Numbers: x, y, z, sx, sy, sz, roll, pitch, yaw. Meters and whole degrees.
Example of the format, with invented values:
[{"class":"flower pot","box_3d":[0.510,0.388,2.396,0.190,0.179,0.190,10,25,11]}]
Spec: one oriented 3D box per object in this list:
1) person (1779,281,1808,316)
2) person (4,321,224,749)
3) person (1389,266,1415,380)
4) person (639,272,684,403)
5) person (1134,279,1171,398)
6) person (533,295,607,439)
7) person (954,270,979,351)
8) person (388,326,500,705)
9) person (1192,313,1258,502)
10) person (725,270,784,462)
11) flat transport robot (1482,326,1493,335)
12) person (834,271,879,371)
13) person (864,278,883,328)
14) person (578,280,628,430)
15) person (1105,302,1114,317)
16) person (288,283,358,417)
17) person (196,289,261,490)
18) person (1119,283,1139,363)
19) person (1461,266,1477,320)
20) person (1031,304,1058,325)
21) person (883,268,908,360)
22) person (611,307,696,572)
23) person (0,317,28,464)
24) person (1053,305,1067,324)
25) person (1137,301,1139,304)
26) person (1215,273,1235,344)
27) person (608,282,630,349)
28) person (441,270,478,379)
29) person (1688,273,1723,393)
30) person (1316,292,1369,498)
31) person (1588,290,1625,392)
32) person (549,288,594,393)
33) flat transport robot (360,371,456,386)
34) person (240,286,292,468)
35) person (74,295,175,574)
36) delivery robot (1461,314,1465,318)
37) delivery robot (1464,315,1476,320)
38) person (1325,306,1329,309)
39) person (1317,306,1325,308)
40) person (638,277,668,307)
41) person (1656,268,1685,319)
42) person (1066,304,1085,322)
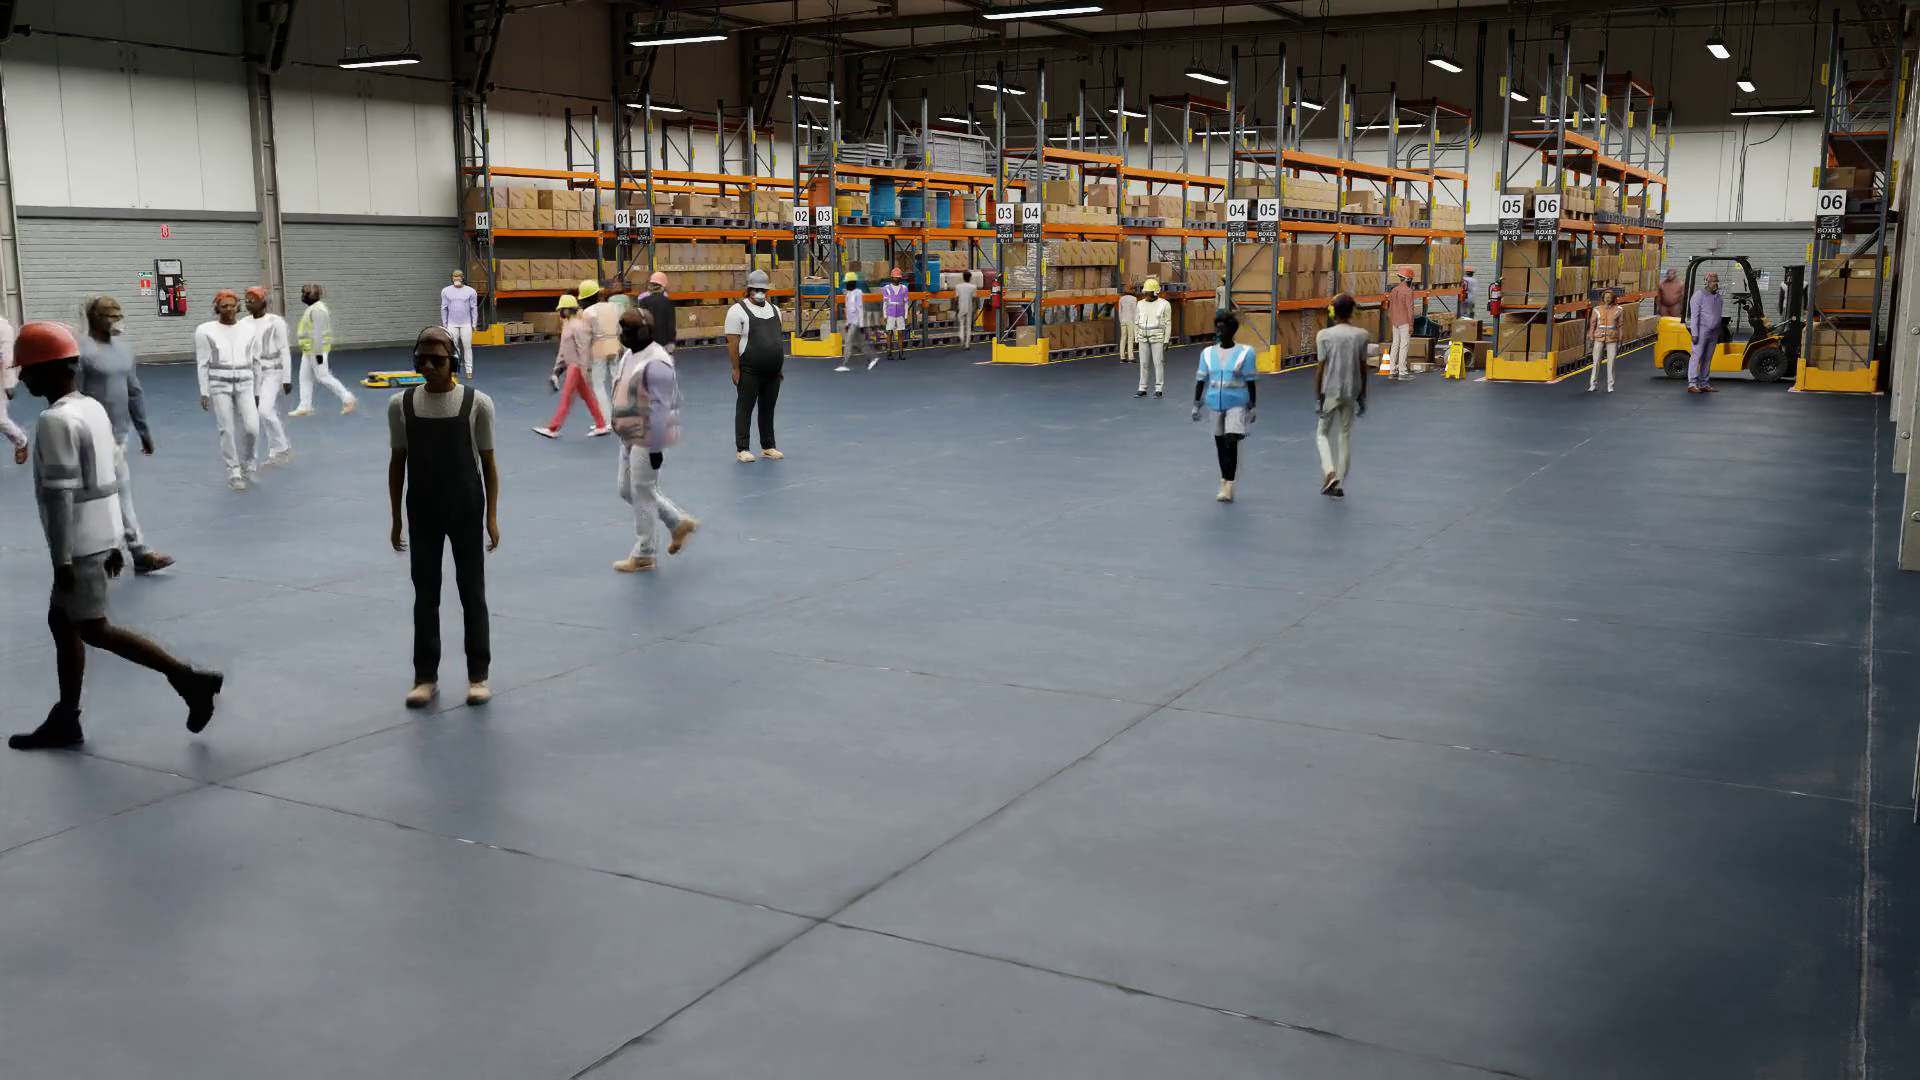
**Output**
[{"class":"person","box_3d":[20.059,-5.588,40.002,0.606,1.893,0.768,7,12,34]},{"class":"person","box_3d":[-3.771,-0.009,7.334,0.860,1.904,0.557,-2,10,-11]},{"class":"person","box_3d":[7.824,-3.821,29.343,0.390,1.992,0.624,-3,10,-19]},{"class":"person","box_3d":[-4.409,-2.947,24.395,0.637,1.940,1.014,3,10,17]},{"class":"person","box_3d":[2.932,-3.077,25.492,0.600,1.820,0.404,6,11,31]},{"class":"person","box_3d":[-4.650,-2.058,19.846,0.946,1.716,0.528,-5,11,-27]},{"class":"person","box_3d":[0.158,-5.254,38.151,0.550,1.850,0.508,2,10,9]},{"class":"person","box_3d":[-2.499,-0.111,8.066,0.515,1.842,0.328,-1,10,-7]},{"class":"person","box_3d":[2.303,-1.162,14.700,0.557,1.667,0.720,6,11,32]},{"class":"person","box_3d":[-2.122,-1.857,17.710,0.688,2.000,0.536,-9,13,-43]},{"class":"flat transport robot","box_3d":[14.722,-5.757,45.717,0.652,0.197,1.431,3,10,16]},{"class":"person","box_3d":[-1.959,-4.159,31.639,0.915,1.896,0.599,-4,11,-23]},{"class":"person","box_3d":[-2.113,-5.564,40.606,0.497,1.633,0.289,4,10,20]},{"class":"person","box_3d":[-4.432,-2.323,20.929,0.426,1.876,0.761,8,12,39]},{"class":"person","box_3d":[4.873,-7.967,53.757,0.518,1.947,0.613,0,10,-3]},{"class":"person","box_3d":[-8.692,-2.576,22.580,0.864,1.815,0.636,-5,11,-28]},{"class":"person","box_3d":[-6.763,-1.384,15.449,0.581,1.868,0.430,-6,12,-33]},{"class":"person","box_3d":[3.443,-4.421,33.912,0.279,1.634,0.498,-8,12,-39]},{"class":"person","box_3d":[14.098,-6.667,46.284,0.585,1.913,0.555,-8,13,-40]},{"class":"person","box_3d":[1.915,-5.212,37.701,0.625,1.931,0.375,0,10,0]},{"class":"person","box_3d":[-1.342,-4.727,34.862,0.540,1.929,0.391,-2,10,-10]},{"class":"person","box_3d":[-2.146,-0.697,11.539,0.555,1.827,0.649,-5,11,-27]},{"class":"person","box_3d":[-9.760,-1.599,16.679,0.643,1.886,0.685,0,10,3]},{"class":"person","box_3d":[2.389,-5.763,41.211,0.627,1.819,0.452,9,13,42]},{"class":"person","box_3d":[5.196,-7.068,49.127,0.540,1.722,0.881,6,11,31]},{"class":"person","box_3d":[6.416,-5.560,40.192,0.526,1.769,0.330,6,11,32]},{"class":"person","box_3d":[-7.377,-4.789,36.140,0.505,1.606,0.726,-6,11,-30]},{"class":"person","box_3d":[-8.852,-3.806,29.435,0.627,1.935,0.371,-1,10,-8]},{"class":"person","box_3d":[11.925,-3.297,26.536,0.641,1.910,0.401,-5,11,-26]},{"class":"person","box_3d":[3.426,-1.294,14.961,0.522,1.856,0.390,0,10,-2]},{"class":"person","box_3d":[10.386,-3.195,26.717,0.514,1.641,0.315,5,11,26]},{"class":"person","box_3d":[-6.151,-3.131,26.229,0.531,1.680,0.682,7,12,37]},{"class":"flat transport robot","box_3d":[-9.284,-2.726,27.972,1.431,0.197,0.652,-6,12,-33]},{"class":"person","box_3d":[-7.112,-1.653,17.013,0.574,1.869,0.469,5,11,28]},{"class":"person","box_3d":[-5.762,-0.716,11.417,0.952,1.901,0.648,2,10,9]},{"class":"delivery robot","box_3d":[13.951,-6.016,46.131,0.477,0.478,0.707,-2,10,-10]},{"class":"delivery robot","box_3d":[13.857,-5.916,45.543,0.707,0.478,0.477,-2,10,-9]},{"class":"person","box_3d":[9.332,-5.687,41.342,0.509,1.629,0.315,2,10,11]},{"class":"person","box_3d":[9.447,-6.139,43.136,0.545,1.918,0.775,8,12,38]},{"class":"person","box_3d":[-5.606,-3.936,30.634,0.629,1.772,0.958,-3,10,-18]},{"class":"person","box_3d":[17.261,-5.661,40.419,0.643,1.897,0.487,6,11,32]},{"class":"person","box_3d":[3.061,-6.252,43.989,0.515,1.864,0.342,-3,10,-14]}]
